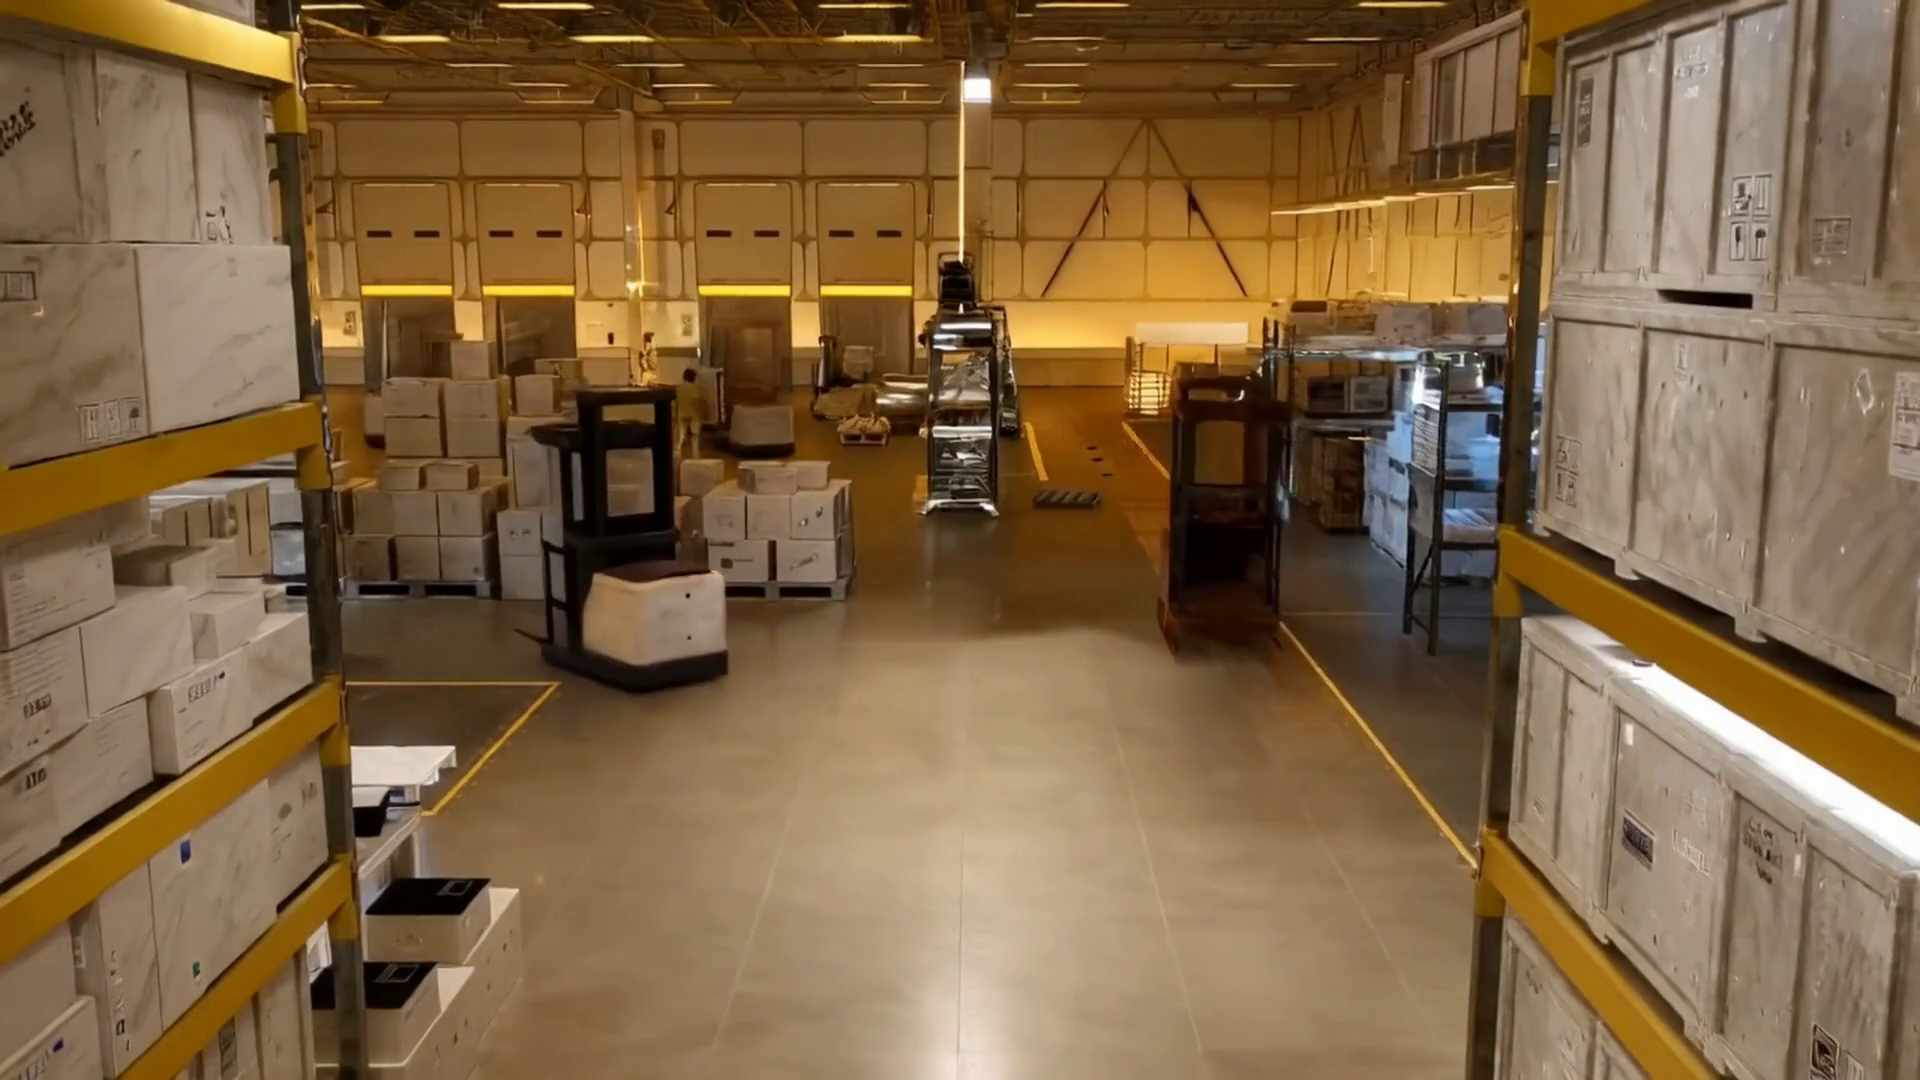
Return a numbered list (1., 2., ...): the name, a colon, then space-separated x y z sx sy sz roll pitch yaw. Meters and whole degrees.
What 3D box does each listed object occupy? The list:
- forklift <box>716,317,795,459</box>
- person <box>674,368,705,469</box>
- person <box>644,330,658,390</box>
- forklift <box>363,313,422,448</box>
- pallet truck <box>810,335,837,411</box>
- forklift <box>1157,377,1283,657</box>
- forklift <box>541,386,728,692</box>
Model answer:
1. forklift: -4.163 -3.123 33.721 1.129 2.768 1.873 -5 11 -25
2. person: -5.177 -2.319 31.822 0.629 1.931 0.357 2 10 12
3. person: -8.786 -4.982 47.199 0.389 1.930 0.544 -8 12 -37
4. forklift: -11.744 -3.437 35.529 1.873 2.768 1.129 -5 11 -28
5. pallet truck: -3.021 -4.312 43.126 1.885 1.965 0.823 3 10 17
6. forklift: 2.730 -0.328 17.593 1.129 2.768 1.873 0 10 1
7. forklift: -3.205 -0.093 16.239 1.129 2.768 1.873 -8 13 -39
